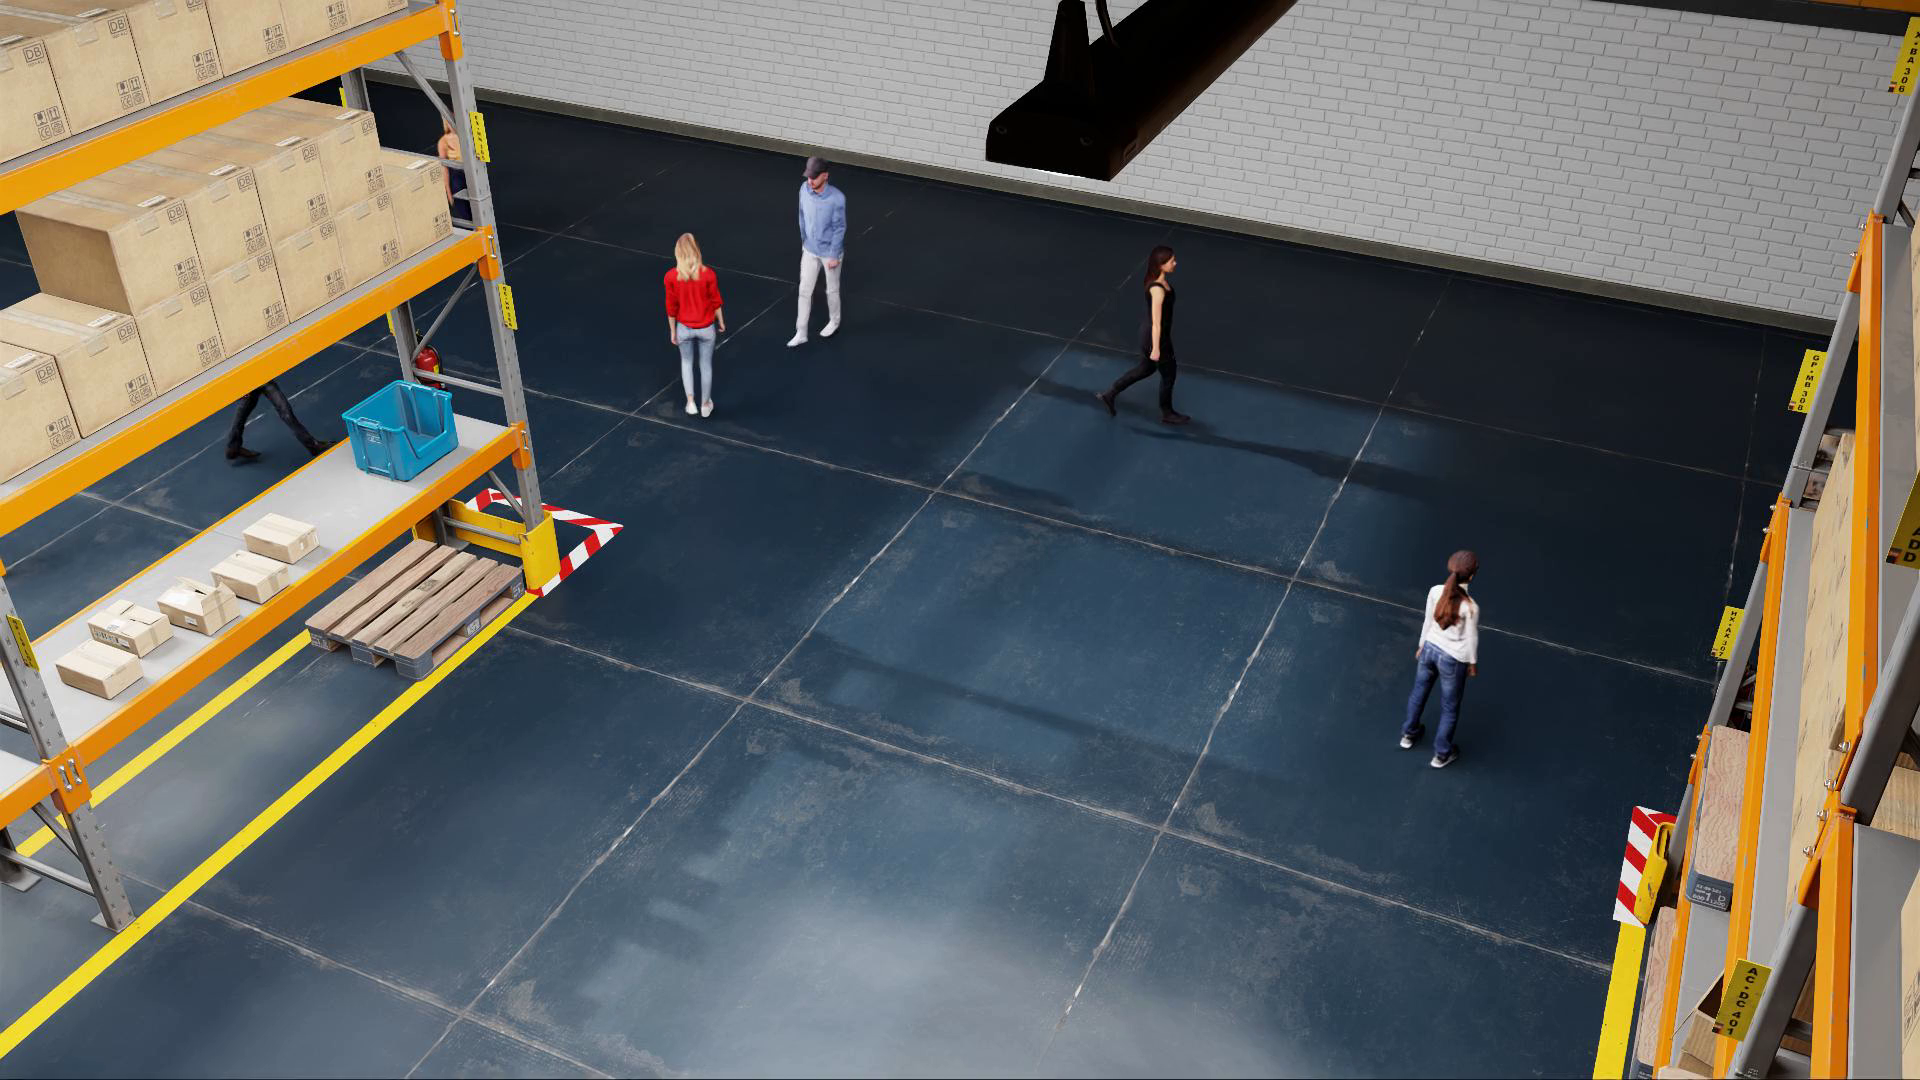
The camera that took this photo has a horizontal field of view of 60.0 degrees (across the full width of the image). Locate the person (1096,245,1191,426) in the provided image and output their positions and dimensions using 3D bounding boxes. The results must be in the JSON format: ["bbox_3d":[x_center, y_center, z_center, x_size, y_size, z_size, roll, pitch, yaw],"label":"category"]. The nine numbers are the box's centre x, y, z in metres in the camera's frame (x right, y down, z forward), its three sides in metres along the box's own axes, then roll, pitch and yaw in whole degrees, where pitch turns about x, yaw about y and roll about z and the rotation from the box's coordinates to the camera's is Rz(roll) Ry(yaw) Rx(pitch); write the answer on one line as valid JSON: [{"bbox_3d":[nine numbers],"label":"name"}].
[{"bbox_3d":[1.582,-1.708,14.095,0.946,1.666,1.071,1,34,1],"label":"person"}]

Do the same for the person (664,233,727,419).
[{"bbox_3d":[-2.247,-1.774,14.166,0.729,1.697,0.734,-2,34,-2],"label":"person"}]

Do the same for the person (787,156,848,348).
[{"bbox_3d":[-1.235,-2.737,15.482,0.686,1.844,0.928,17,37,24],"label":"person"}]

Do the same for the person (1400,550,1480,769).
[{"bbox_3d":[3.053,0.735,10.518,0.638,1.556,0.620,-27,42,-34],"label":"person"}]

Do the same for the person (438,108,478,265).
[{"bbox_3d":[-5.094,-3.658,17.073,0.797,1.616,0.842,-17,37,-24],"label":"person"}]
